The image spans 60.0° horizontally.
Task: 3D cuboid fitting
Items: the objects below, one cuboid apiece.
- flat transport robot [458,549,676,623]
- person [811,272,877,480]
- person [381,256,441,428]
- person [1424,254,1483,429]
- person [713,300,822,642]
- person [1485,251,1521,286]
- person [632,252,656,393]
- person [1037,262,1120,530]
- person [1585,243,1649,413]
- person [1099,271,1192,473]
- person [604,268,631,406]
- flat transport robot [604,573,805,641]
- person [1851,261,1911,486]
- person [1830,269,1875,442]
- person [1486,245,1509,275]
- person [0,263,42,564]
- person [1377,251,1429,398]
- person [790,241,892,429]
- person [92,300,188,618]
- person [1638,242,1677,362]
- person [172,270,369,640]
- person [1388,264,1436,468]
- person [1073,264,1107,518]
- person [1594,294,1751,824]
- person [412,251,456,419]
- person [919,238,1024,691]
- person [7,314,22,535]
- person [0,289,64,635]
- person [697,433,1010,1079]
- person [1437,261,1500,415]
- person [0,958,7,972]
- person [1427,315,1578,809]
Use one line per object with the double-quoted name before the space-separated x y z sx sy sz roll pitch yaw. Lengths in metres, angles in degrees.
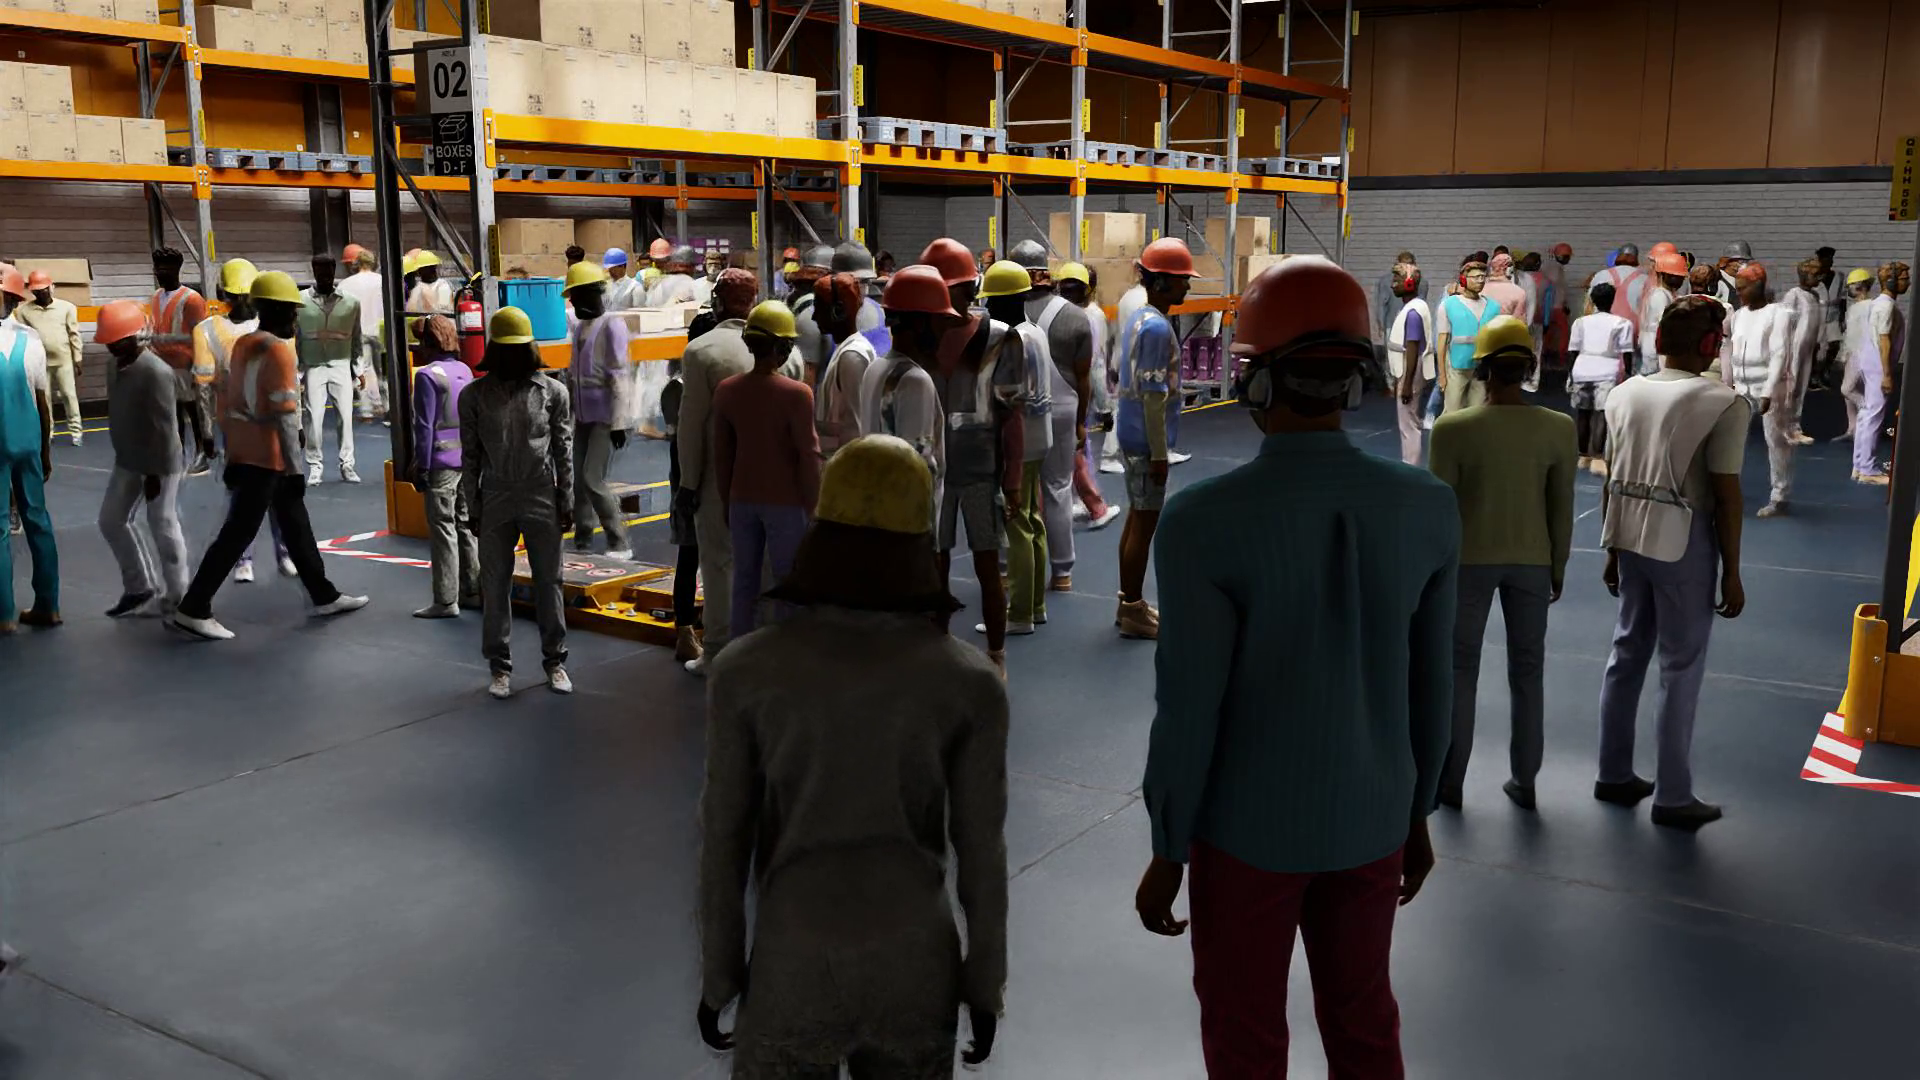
"flat transport robot" -2.216 0.230 9.263 1.431 0.197 0.652 8 13 36
"person" -0.517 -0.290 7.690 0.361 1.878 0.590 -1 10 -4
"person" -5.828 -2.138 17.998 0.603 1.862 1.016 9 14 41
"person" 5.277 -2.075 17.569 0.612 1.890 0.795 -4 11 -21
"person" -0.816 -0.151 7.234 0.535 1.766 0.321 6 12 29
"person" 7.022 -2.825 21.717 0.584 1.882 0.337 -2 10 -11
"person" -4.089 -2.847 21.918 0.511 1.861 0.313 0 10 -1
"person" 0.796 -0.950 11.378 0.952 1.856 0.656 -6 12 -31
"person" 7.550 -2.425 19.070 0.728 2.000 0.545 5 11 26
"person" 1.643 -1.497 14.452 0.960 1.851 0.637 -2 10 -9
"person" -4.183 -2.505 20.303 0.573 1.750 0.330 6 12 30
"flat transport robot" -1.159 0.285 8.957 0.652 0.197 1.431 7 13 35
"person" 7.658 -1.380 13.815 0.343 1.847 0.507 4 11 19
"person" 9.019 -1.833 16.660 0.389 1.730 0.556 3 11 14
"person" 8.777 -3.830 27.138 0.372 1.940 0.630 9 14 41
"person" -5.625 -0.650 9.662 0.650 1.883 0.811 -2 11 -13
"person" 5.576 -2.699 21.026 0.627 1.900 1.023 2 10 11
"person" -0.618 -0.722 9.632 0.725 2.000 0.561 -8 13 -38
"person" -4.357 -0.410 8.806 0.627 1.707 0.527 7 12 34
"person" 7.254 -2.087 17.314 0.376 1.997 0.612 1 10 8
"person" -3.622 -0.452 8.599 1.016 1.874 0.614 -8 13 -36
"person" 3.573 -1.264 13.216 0.393 1.838 0.574 2 10 11
"person" 0.840 -1.066 12.062 0.432 1.846 0.549 -1 10 -7
"person" 2.459 0.069 5.821 0.383 1.836 0.565 -4 11 -23
"person" -5.874 -2.259 18.528 0.727 1.890 0.613 -10 14 -43
"person" -0.025 -0.290 7.279 0.613 2.029 0.409 3 11 18
"person" -6.719 -0.980 11.306 0.613 1.954 0.396 -3 11 -16
"person" -4.924 -0.428 8.566 0.342 1.839 0.503 6 12 30
"person" -0.163 0.700 2.645 0.510 1.714 0.566 -1 10 -7
"person" 4.229 -1.398 13.904 0.565 1.850 0.390 -3 11 -18
"person" -2.879 0.388 3.949 0.910 1.863 0.625 -3 11 -18
"person" 1.903 0.087 5.935 0.527 1.761 0.339 1 10 4
